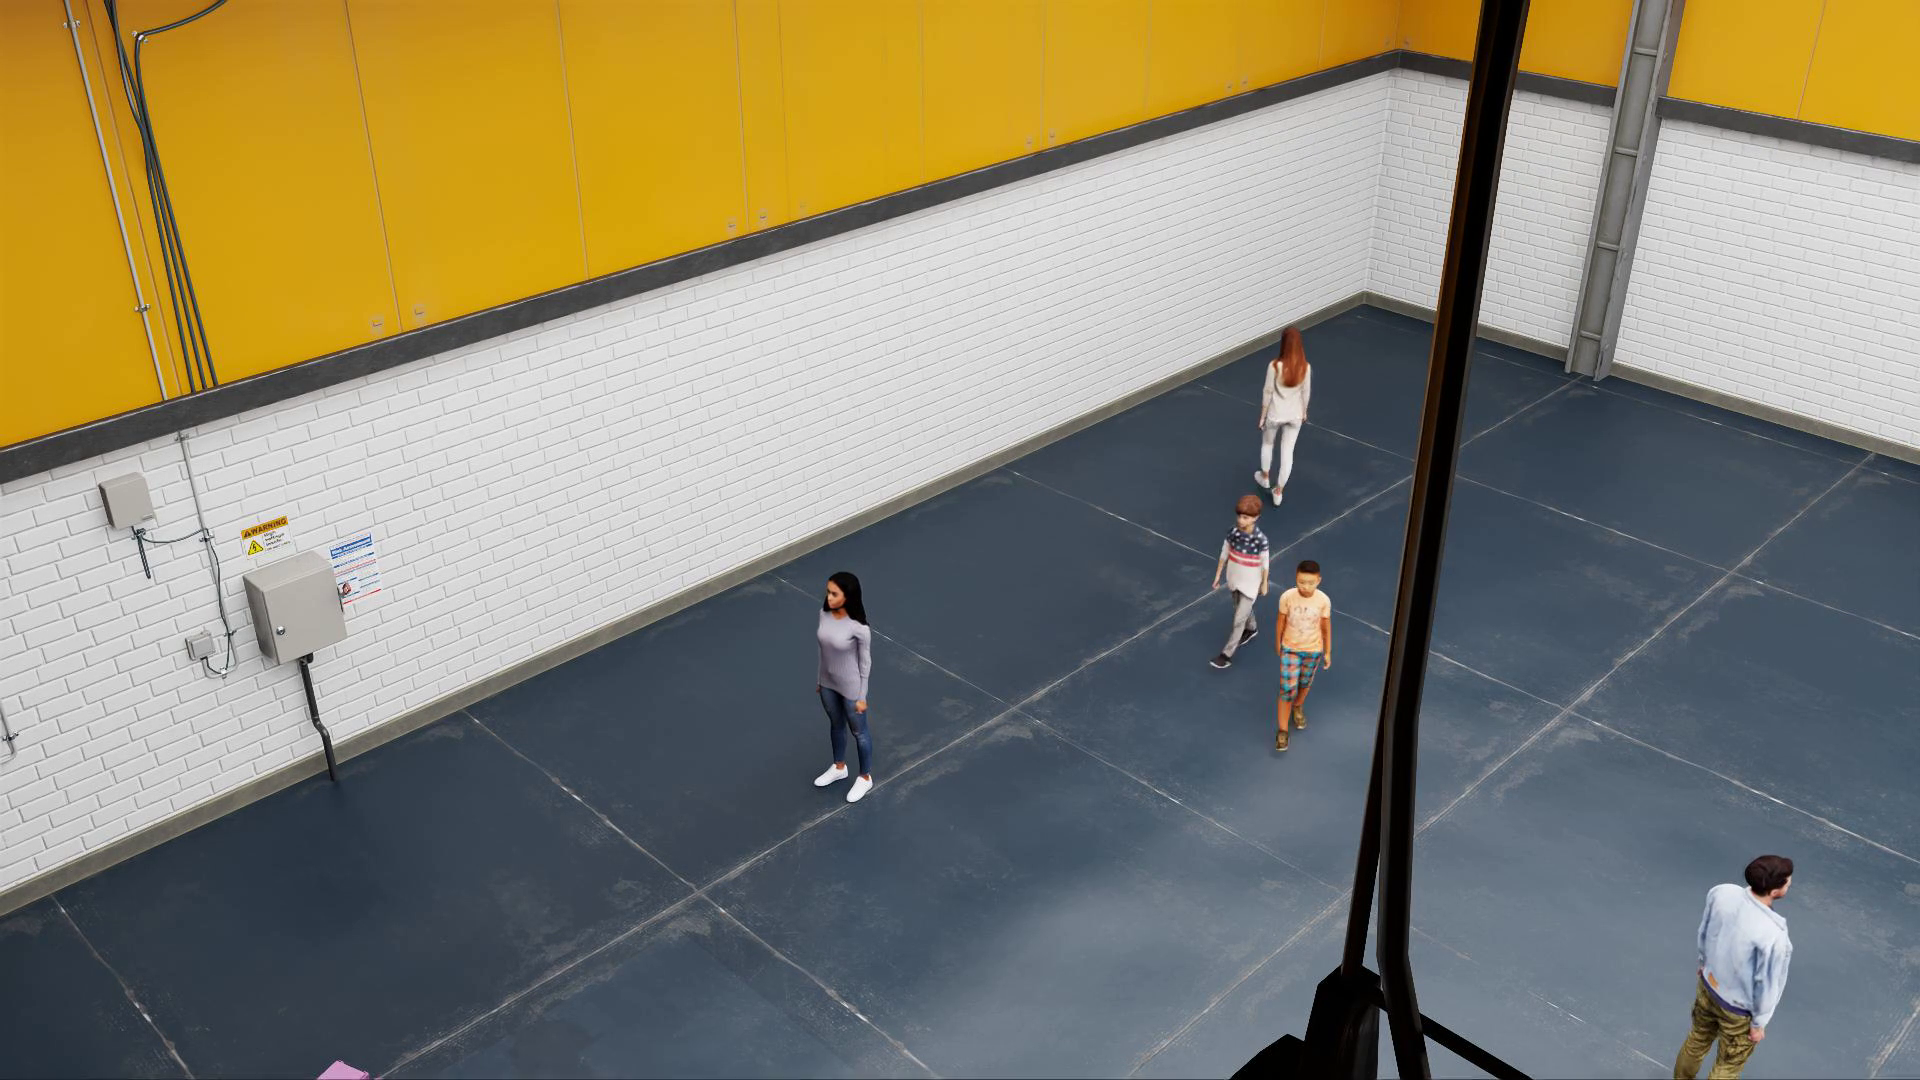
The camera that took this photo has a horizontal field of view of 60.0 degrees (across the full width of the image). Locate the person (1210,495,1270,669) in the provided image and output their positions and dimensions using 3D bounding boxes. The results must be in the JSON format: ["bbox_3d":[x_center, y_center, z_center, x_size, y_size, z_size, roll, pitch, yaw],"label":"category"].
[{"bbox_3d":[2.264,0.278,13.078,0.903,1.401,0.607,24,37,37],"label":"person"}]

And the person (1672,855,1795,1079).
[{"bbox_3d":[4.068,2.397,8.768,0.823,1.810,0.698,-7,29,-12],"label":"person"}]

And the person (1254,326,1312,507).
[{"bbox_3d":[2.994,-1.101,15.303,0.893,1.692,0.955,0,29,0],"label":"person"}]

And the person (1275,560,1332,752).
[{"bbox_3d":[2.496,0.759,12.160,0.887,1.437,0.911,2,29,4],"label":"person"}]

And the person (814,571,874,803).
[{"bbox_3d":[-0.784,0.984,11.435,0.494,1.736,0.683,21,35,33],"label":"person"}]
